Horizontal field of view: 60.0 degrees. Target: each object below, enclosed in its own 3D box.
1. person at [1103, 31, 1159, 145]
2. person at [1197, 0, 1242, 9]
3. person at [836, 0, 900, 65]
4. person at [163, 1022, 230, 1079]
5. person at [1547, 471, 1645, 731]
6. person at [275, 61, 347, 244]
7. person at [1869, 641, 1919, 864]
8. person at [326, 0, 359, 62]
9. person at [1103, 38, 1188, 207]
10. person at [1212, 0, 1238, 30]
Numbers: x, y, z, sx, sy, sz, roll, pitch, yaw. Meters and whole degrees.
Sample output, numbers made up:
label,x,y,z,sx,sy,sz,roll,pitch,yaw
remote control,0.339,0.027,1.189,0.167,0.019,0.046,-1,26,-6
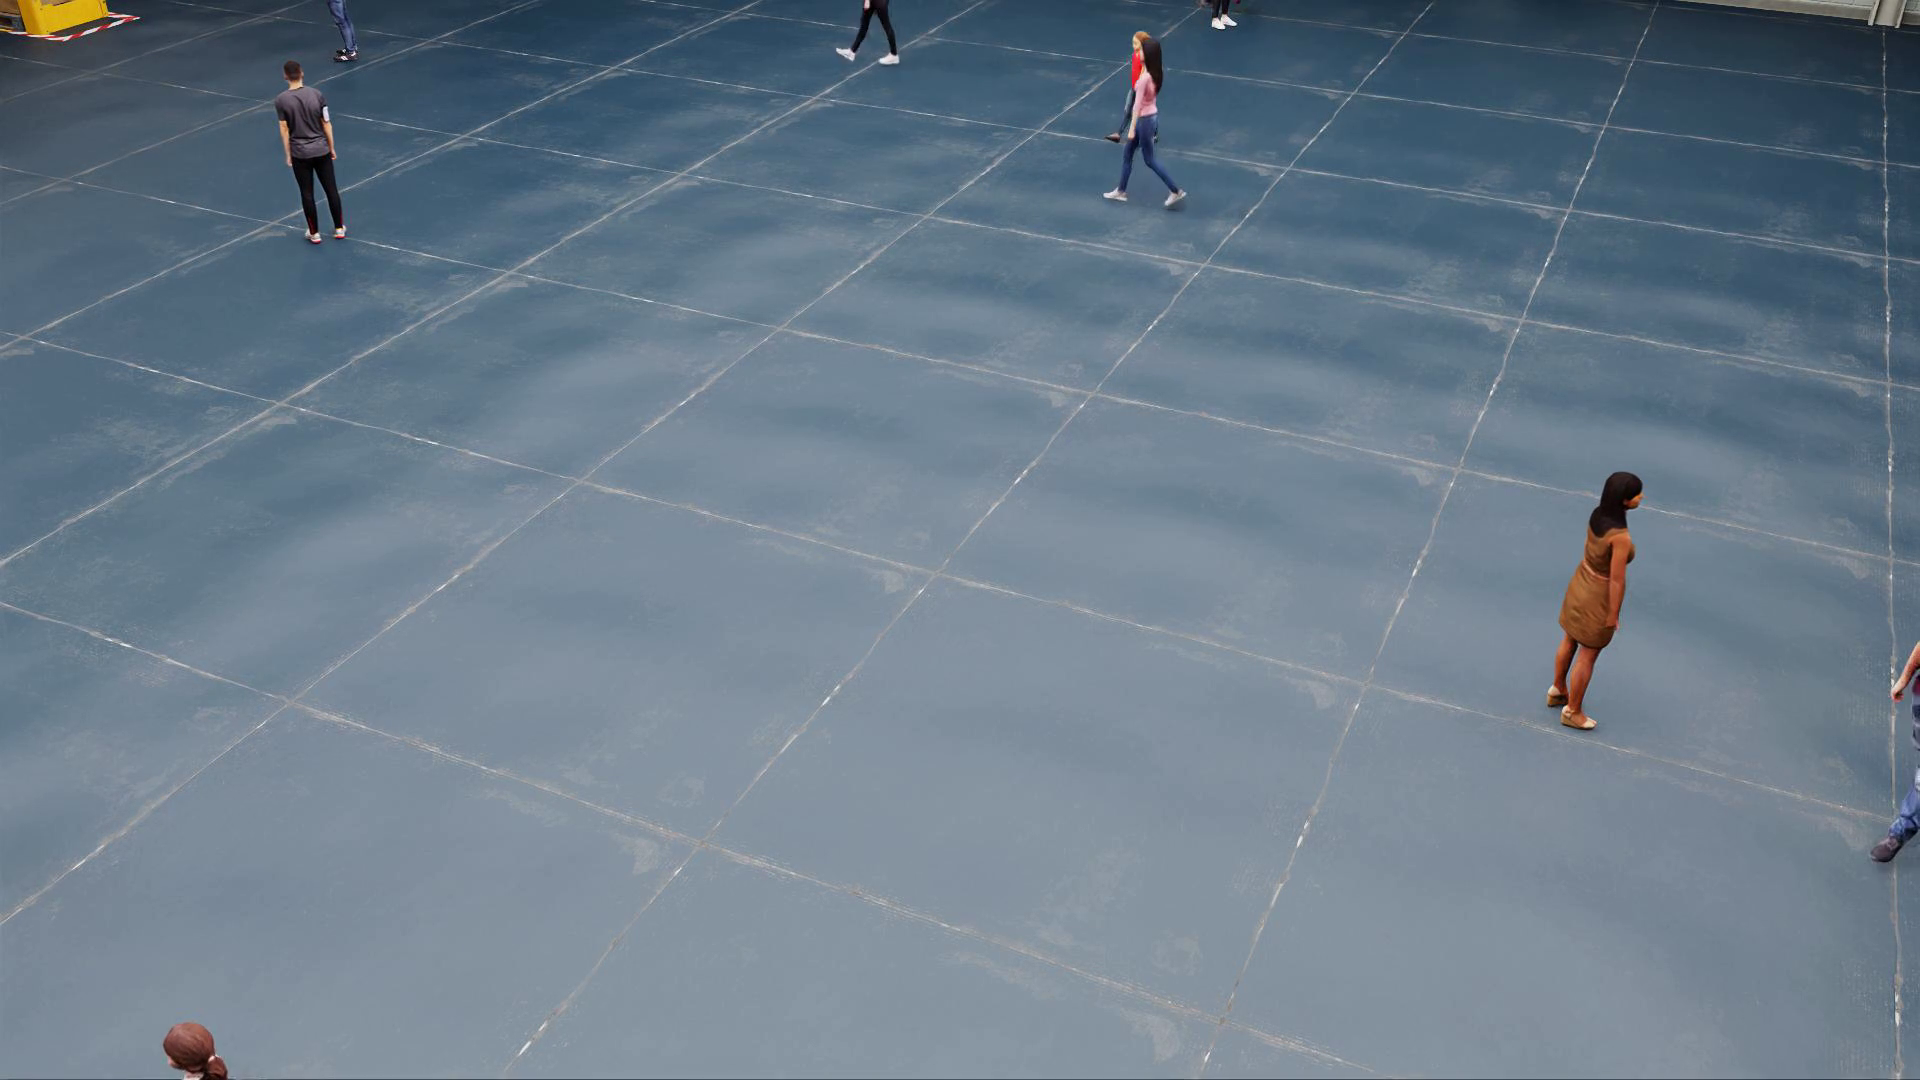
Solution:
label,x,y,z,sx,sy,sz,roll,pitch,yaw
person,2.100,-5.071,18.725,0.874,1.282,0.856,-14,35,-20
person,3.741,-8.432,23.575,0.973,1.793,0.715,17,36,25
person,-0.972,-6.908,21.234,1.133,1.713,0.924,-2,32,-3
person,-3.079,2.440,6.985,0.564,1.105,0.519,-1,32,-1
person,3.724,0.343,9.761,0.645,1.690,0.635,-1,32,-2
person,-6.349,-3.791,16.246,0.707,1.762,0.723,-18,36,-26
person,5.348,0.817,8.897,1.139,1.811,1.205,-18,37,-27
person,-8.106,-7.184,21.529,0.726,1.866,0.718,-5,33,-7
person,1.971,-4.213,16.968,1.128,1.707,0.656,10,34,15
person,3.678,-7.932,22.872,0.667,1.697,0.684,27,41,36
